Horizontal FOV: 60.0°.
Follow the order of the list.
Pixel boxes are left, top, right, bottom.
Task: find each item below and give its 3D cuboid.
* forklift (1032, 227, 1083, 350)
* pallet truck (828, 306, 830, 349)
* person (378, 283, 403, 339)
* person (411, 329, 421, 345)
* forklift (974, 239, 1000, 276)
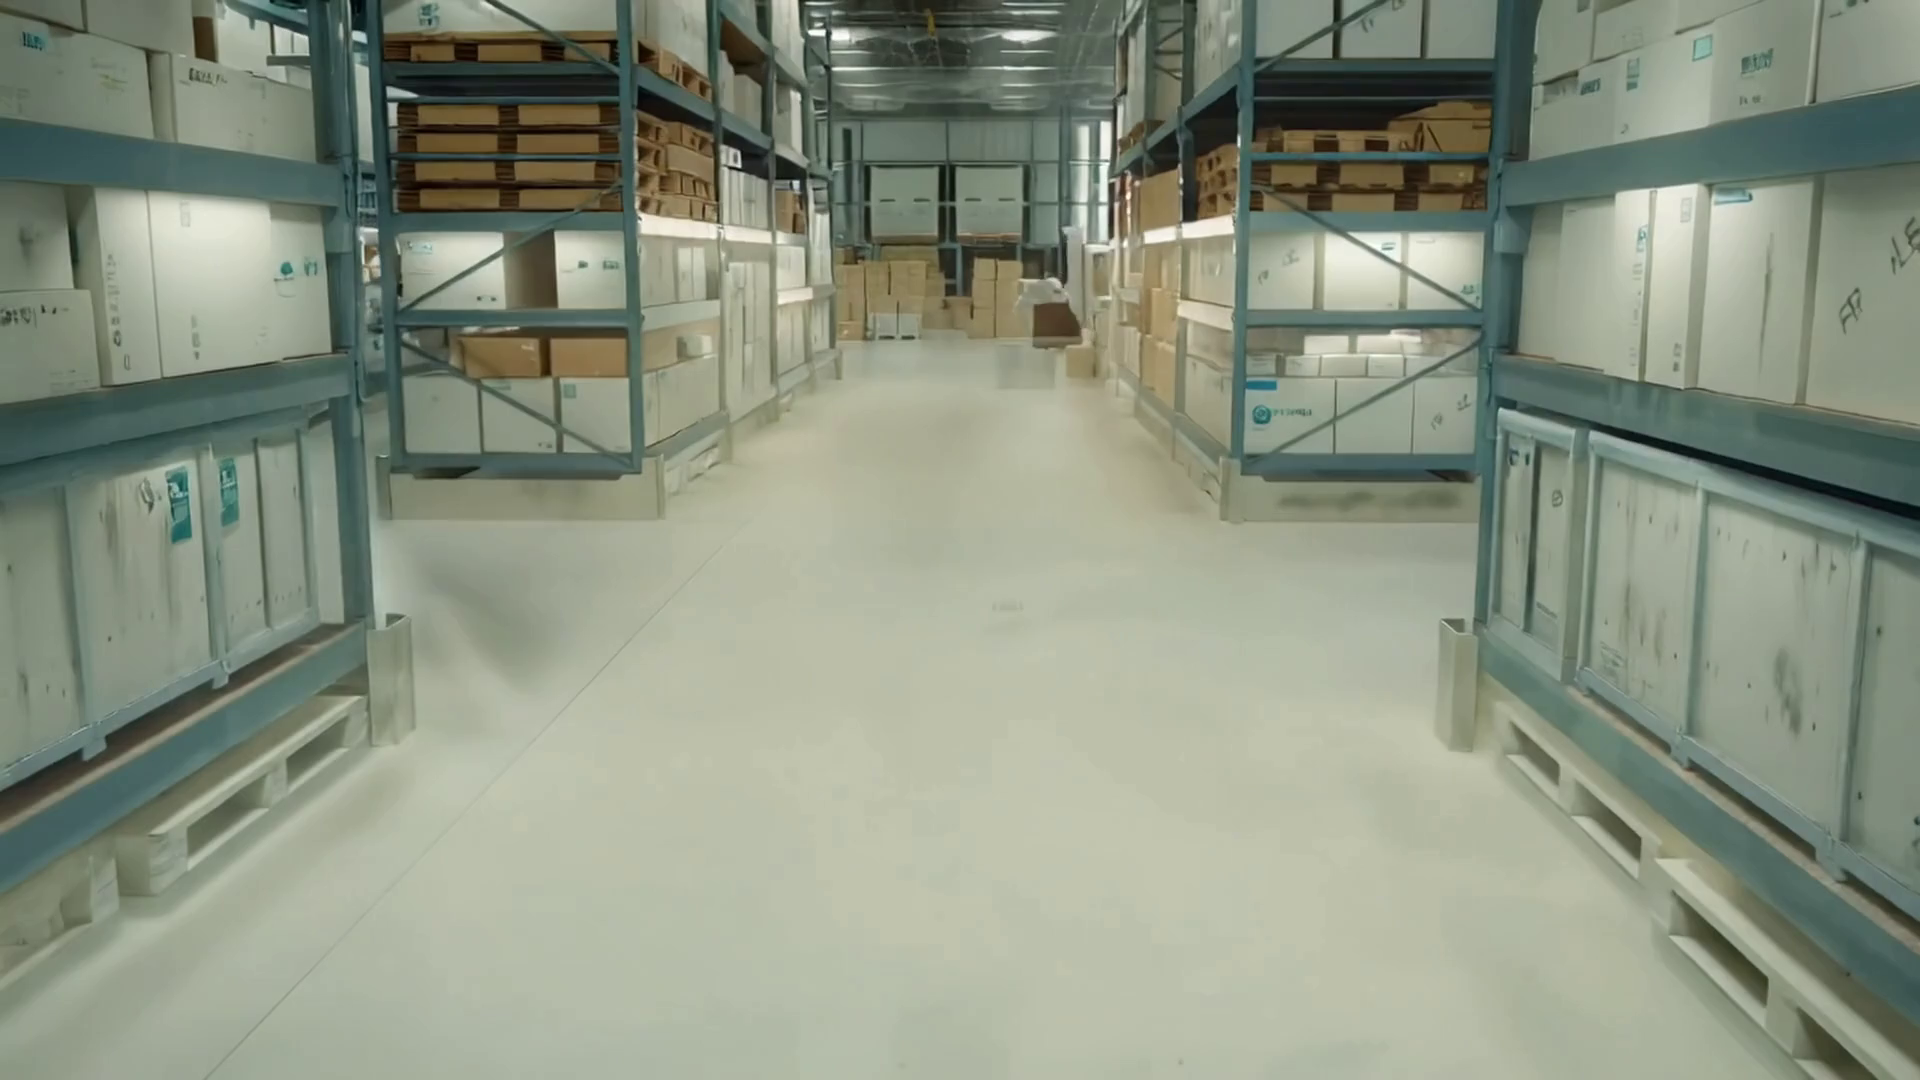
[{"bbox_3d":[2.617,-5.788,38.232,1.873,2.768,1.129,0,9,1],"label":"forklift"},{"bbox_3d":[-3.100,-3.940,29.800,1.885,1.965,0.823,3,10,19],"label":"pallet truck"},{"bbox_3d":[-14.205,-5.824,41.542,0.579,1.855,0.928,2,10,12],"label":"person"},{"bbox_3d":[-13.421,-5.623,40.989,0.525,1.622,0.611,2,10,14],"label":"person"},{"bbox_3d":[0.936,-9.126,58.224,1.129,2.768,1.873,0,9,1],"label":"forklift"}]
